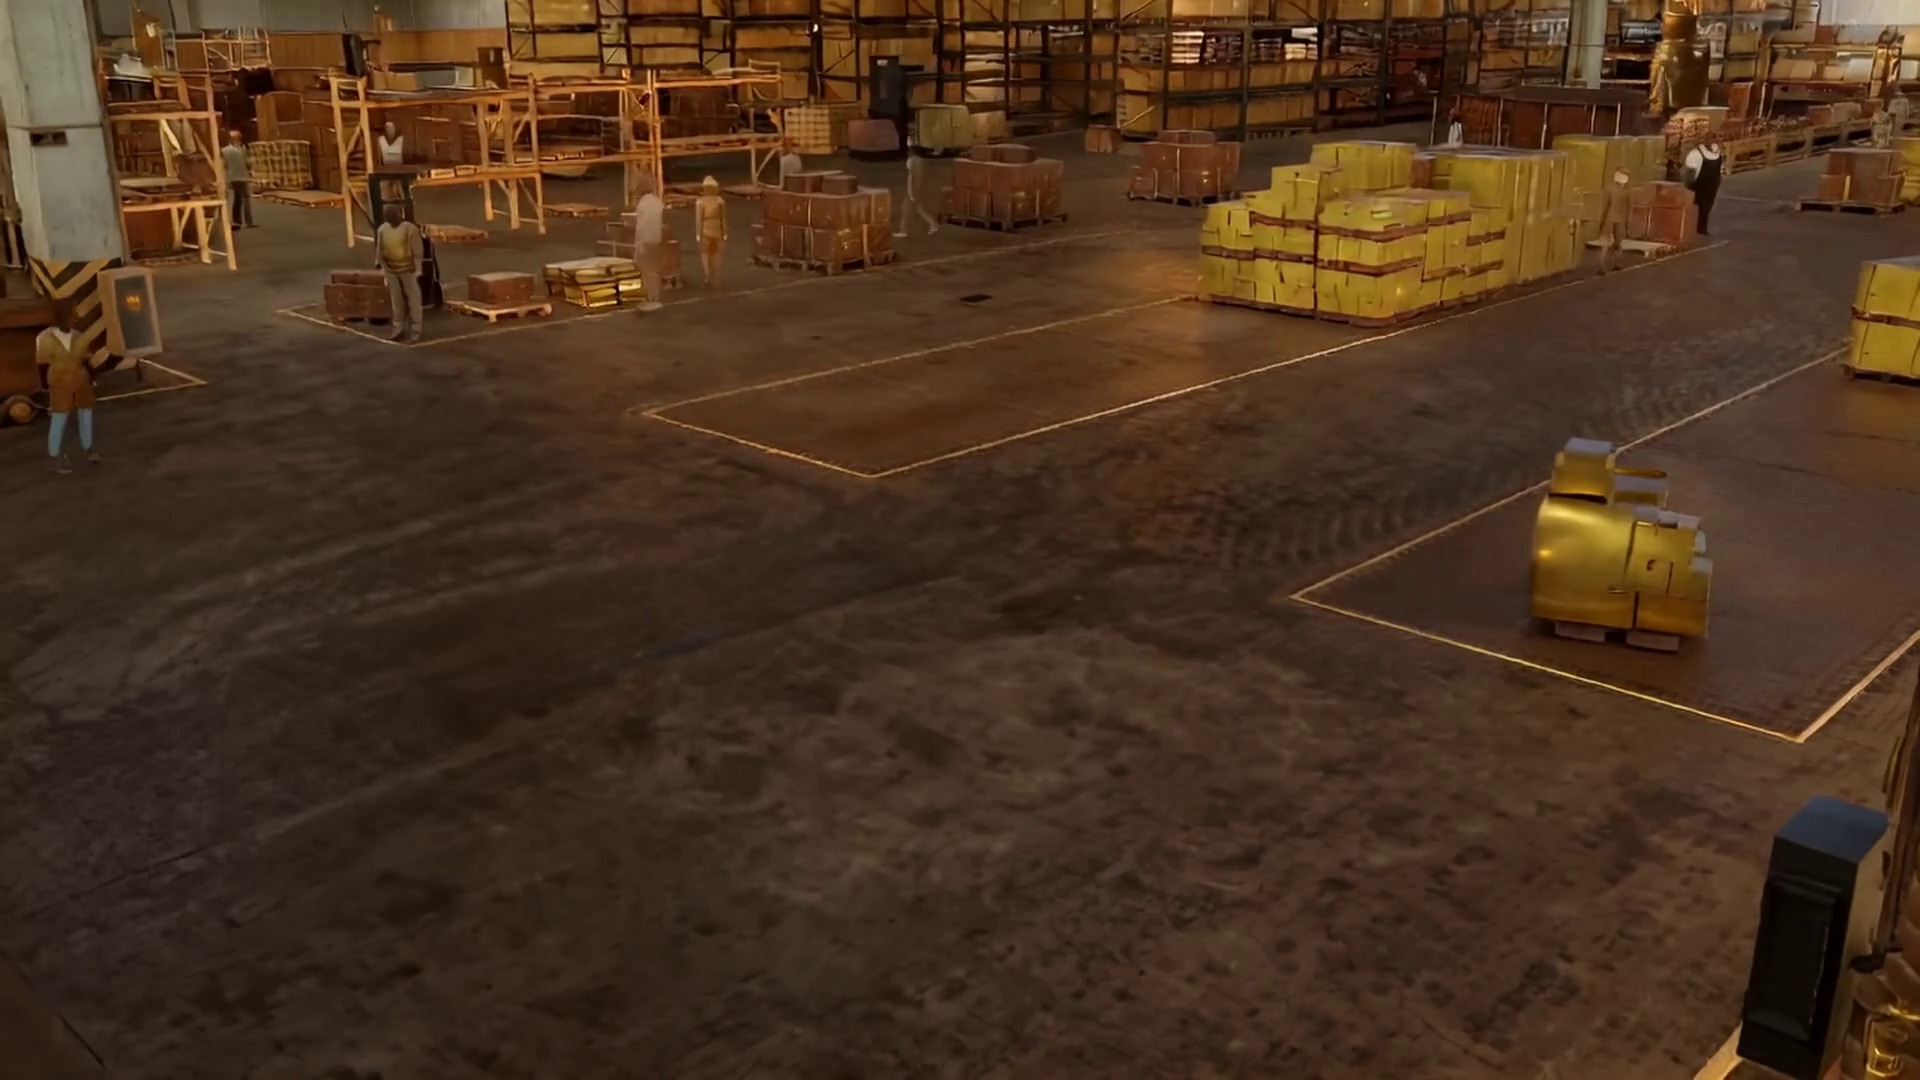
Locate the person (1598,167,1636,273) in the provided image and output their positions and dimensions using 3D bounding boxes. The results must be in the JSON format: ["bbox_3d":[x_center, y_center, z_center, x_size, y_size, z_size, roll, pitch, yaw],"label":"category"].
[{"bbox_3d":[10.806,-5.257,27.410,0.536,1.740,0.702,13,22,33],"label":"person"}]

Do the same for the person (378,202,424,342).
[{"bbox_3d":[-7.444,-3.562,22.138,0.625,1.844,0.429,4,19,12],"label":"person"}]

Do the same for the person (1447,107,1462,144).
[{"bbox_3d":[11.306,-8.950,38.219,0.374,1.935,0.552,6,19,18],"label":"person"}]

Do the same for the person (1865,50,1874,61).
[{"bbox_3d":[45.309,-23.714,82.935,0.954,1.793,0.646,6,19,18],"label":"person"}]

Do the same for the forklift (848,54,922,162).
[{"bbox_3d":[-2.095,-11.857,45.506,1.129,2.768,1.873,17,25,41],"label":"forklift"}]

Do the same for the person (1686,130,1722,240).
[{"bbox_3d":[13.918,-6.644,31.113,0.699,2.000,0.605,-4,19,-12],"label":"person"}]

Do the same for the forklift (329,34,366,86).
[{"bbox_3d":[-23.563,-18.265,64.811,1.129,2.768,1.873,17,25,41],"label":"forklift"}]

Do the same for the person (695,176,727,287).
[{"bbox_3d":[-3.924,-4.874,26.278,0.485,1.730,0.452,-3,19,-8],"label":"person"}]

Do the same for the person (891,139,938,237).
[{"bbox_3d":[-0.861,-6.618,31.350,0.842,1.841,0.532,4,19,13],"label":"person"}]

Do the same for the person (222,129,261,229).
[{"bbox_3d":[-14.093,-7.056,32.524,0.585,1.930,0.358,7,20,21],"label":"person"}]

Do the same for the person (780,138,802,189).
[{"bbox_3d":[-3.103,-6.370,30.454,0.373,1.935,0.628,6,19,18],"label":"person"}]

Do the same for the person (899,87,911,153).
[{"bbox_3d":[-1.758,-12.051,47.747,0.528,1.826,0.949,-11,21,-30],"label":"person"}]

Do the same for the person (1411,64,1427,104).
[{"bbox_3d":[18.713,-18.523,67.575,0.673,1.614,0.503,-9,20,-24],"label":"person"}]

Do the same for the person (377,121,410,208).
[{"bbox_3d":[-11.869,-7.787,34.767,0.618,1.894,0.708,0,18,1],"label":"person"}]

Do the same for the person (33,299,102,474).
[{"bbox_3d":[-8.733,-1.515,16.238,0.340,1.668,0.580,8,20,24],"label":"person"}]

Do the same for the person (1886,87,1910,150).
[{"bbox_3d":[27.005,-12.136,48.004,0.428,1.821,0.592,-17,25,-41],"label":"person"}]

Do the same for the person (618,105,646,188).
[{"bbox_3d":[-7.716,-9.308,39.339,0.654,1.902,0.862,10,21,28],"label":"person"}]

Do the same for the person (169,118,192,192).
[{"bbox_3d":[-17.880,-8.899,38.164,0.975,1.864,0.545,10,21,27],"label":"person"}]

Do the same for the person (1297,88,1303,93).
[{"bbox_3d":[11.990,-15.861,59.490,0.535,1.652,0.890,7,20,20],"label":"person"}]

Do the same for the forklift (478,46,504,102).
[{"bbox_3d":[-14.397,-13.832,51.456,1.129,2.768,1.873,17,25,41],"label":"forklift"}]

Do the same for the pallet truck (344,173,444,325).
[{"bbox_3d":[-8.209,-4.181,23.757,0.823,1.965,1.885,3,19,9],"label":"pallet truck"}]

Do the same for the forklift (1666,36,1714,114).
[{"bbox_3d":[27.341,-17.291,61.877,1.129,2.768,1.873,17,25,41],"label":"forklift"}]

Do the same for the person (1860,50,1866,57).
[{"bbox_3d":[40.210,-20.933,74.273,0.619,1.975,0.806,5,19,13],"label":"person"}]

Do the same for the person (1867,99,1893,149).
[{"bbox_3d":[24.827,-11.054,44.969,0.756,1.667,0.547,-17,25,-41],"label":"person"}]

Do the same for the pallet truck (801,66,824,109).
[{"bbox_3d":[-4.812,-15.182,56.903,0.823,1.965,1.885,-9,21,-26],"label":"pallet truck"}]

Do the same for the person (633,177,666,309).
[{"bbox_3d":[-4.543,-4.356,24.454,0.424,1.898,0.735,7,20,21],"label":"person"}]

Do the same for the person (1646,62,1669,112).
[{"bbox_3d":[26.509,-17.171,63.093,1.043,1.888,0.643,-10,21,-27],"label":"person"}]

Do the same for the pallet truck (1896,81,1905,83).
[{"bbox_3d":[34.802,-16.331,61.455,0.653,1.274,1.630,17,25,41],"label":"pallet truck"}]
